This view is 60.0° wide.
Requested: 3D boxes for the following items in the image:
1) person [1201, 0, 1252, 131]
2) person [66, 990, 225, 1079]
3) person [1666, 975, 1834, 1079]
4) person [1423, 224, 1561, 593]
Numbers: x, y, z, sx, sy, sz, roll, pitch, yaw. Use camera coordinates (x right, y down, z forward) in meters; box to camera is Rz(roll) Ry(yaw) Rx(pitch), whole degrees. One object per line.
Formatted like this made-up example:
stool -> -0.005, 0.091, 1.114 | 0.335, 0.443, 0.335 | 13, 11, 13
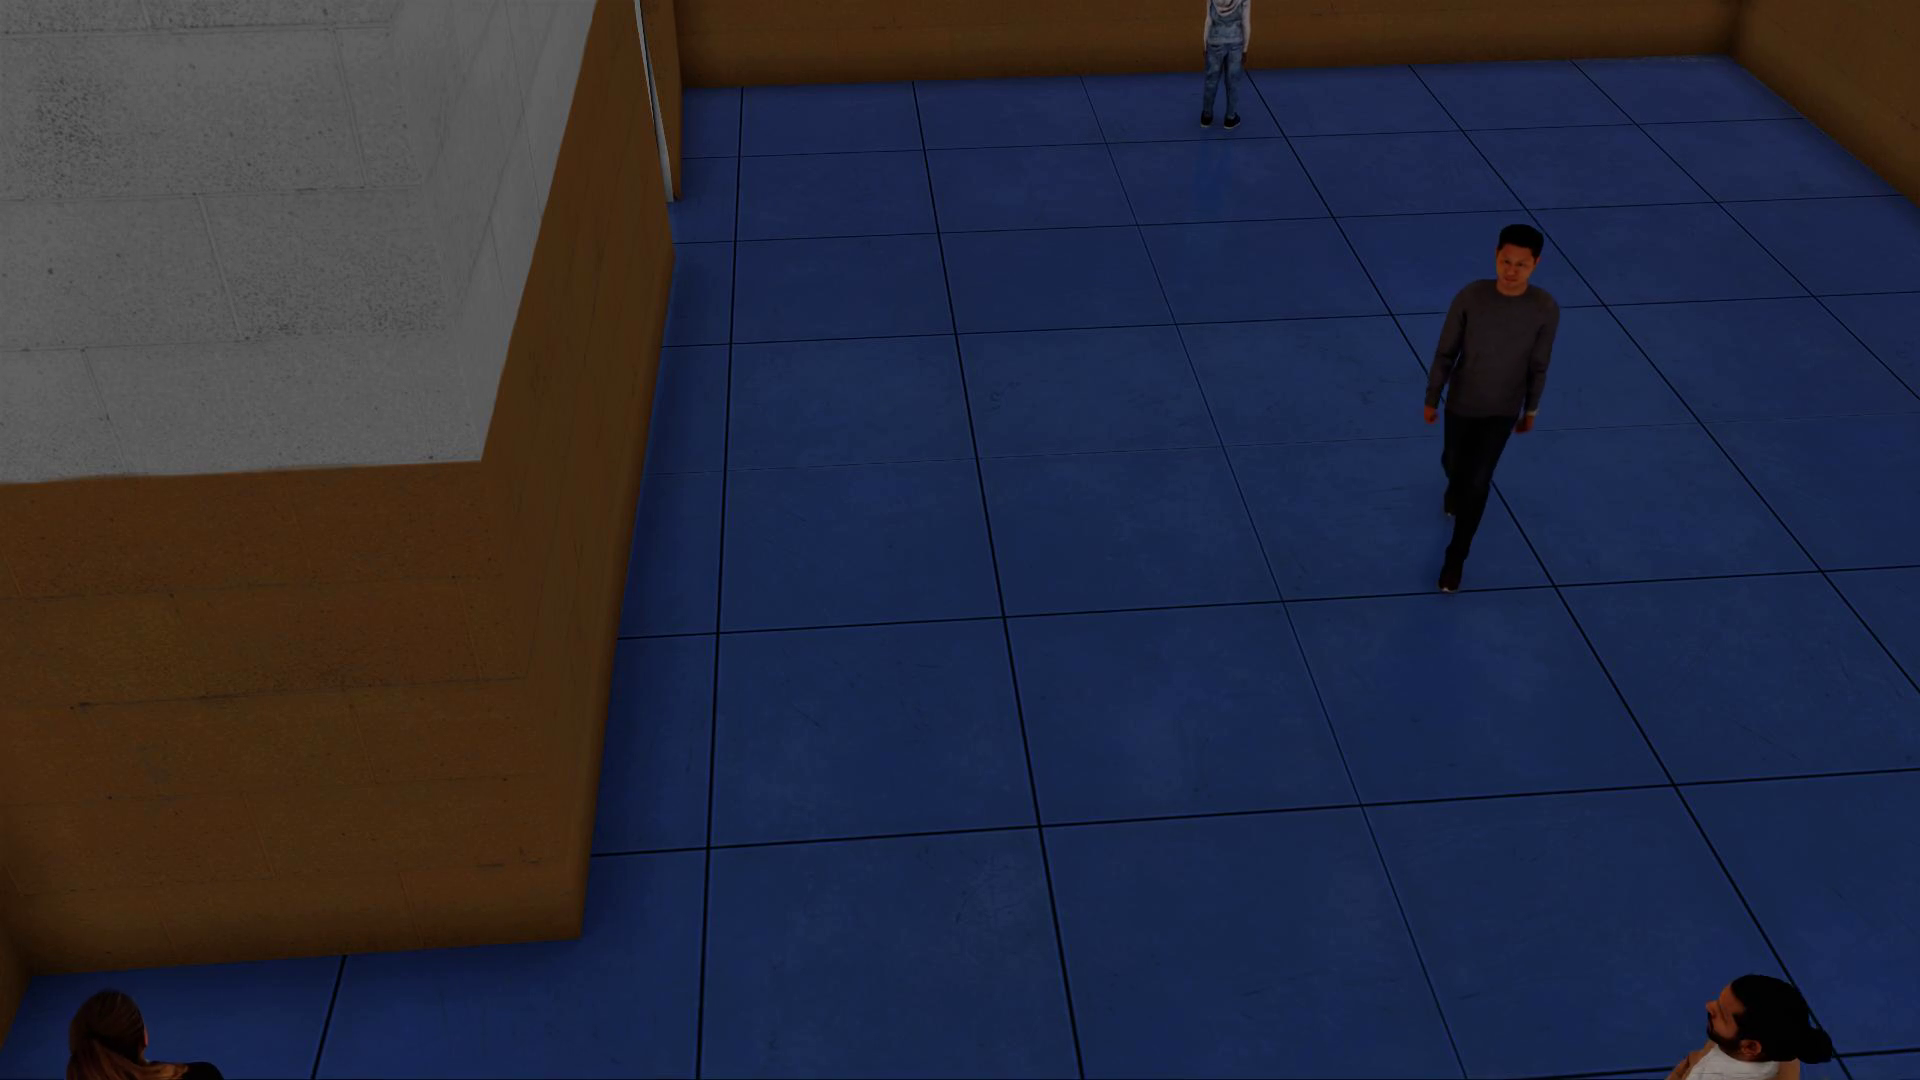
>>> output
person -> 1.914, -3.604, 12.029 | 0.511, 1.260, 0.603 | 10, 38, 13
person -> -2.028, 1.789, 4.437 | 0.540, 1.731, 0.663 | -9, 38, -12
person -> 2.024, 1.794, 4.433 | 0.852, 1.738, 0.802 | 22, 42, 27
person -> 2.441, -0.673, 7.724 | 1.151, 1.739, 1.045 | 28, 45, 32
